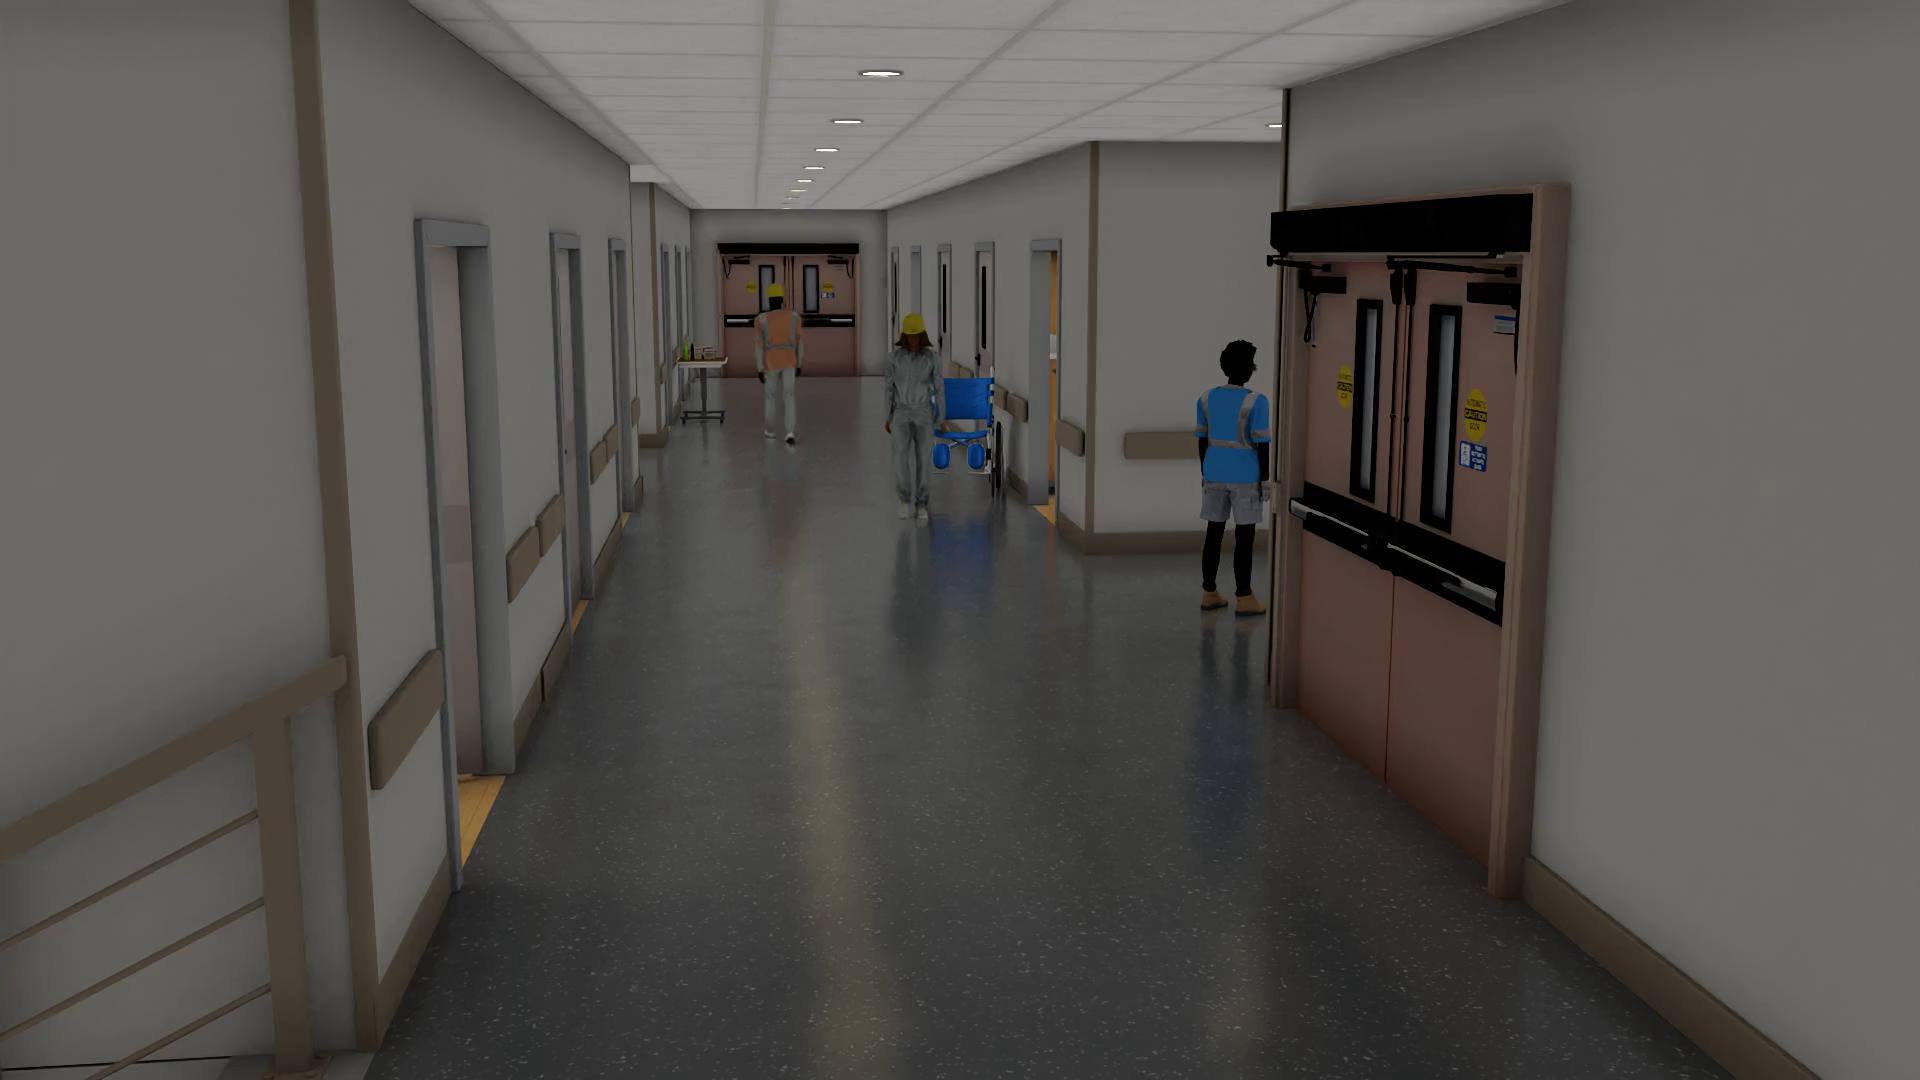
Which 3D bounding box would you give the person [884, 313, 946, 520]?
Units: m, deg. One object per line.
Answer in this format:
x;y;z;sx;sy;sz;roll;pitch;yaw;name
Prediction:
-0.367;-1.014;13.839;0.519;1.723;0.412;-1;10;-3;person

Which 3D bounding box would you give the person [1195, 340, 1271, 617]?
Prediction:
1.692;-0.379;10.244;0.315;1.696;0.541;-9;14;-44;person

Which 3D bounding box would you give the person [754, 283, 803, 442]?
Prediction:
-2.150;-2.104;19.784;0.591;1.878;1.004;-2;10;-13;person
